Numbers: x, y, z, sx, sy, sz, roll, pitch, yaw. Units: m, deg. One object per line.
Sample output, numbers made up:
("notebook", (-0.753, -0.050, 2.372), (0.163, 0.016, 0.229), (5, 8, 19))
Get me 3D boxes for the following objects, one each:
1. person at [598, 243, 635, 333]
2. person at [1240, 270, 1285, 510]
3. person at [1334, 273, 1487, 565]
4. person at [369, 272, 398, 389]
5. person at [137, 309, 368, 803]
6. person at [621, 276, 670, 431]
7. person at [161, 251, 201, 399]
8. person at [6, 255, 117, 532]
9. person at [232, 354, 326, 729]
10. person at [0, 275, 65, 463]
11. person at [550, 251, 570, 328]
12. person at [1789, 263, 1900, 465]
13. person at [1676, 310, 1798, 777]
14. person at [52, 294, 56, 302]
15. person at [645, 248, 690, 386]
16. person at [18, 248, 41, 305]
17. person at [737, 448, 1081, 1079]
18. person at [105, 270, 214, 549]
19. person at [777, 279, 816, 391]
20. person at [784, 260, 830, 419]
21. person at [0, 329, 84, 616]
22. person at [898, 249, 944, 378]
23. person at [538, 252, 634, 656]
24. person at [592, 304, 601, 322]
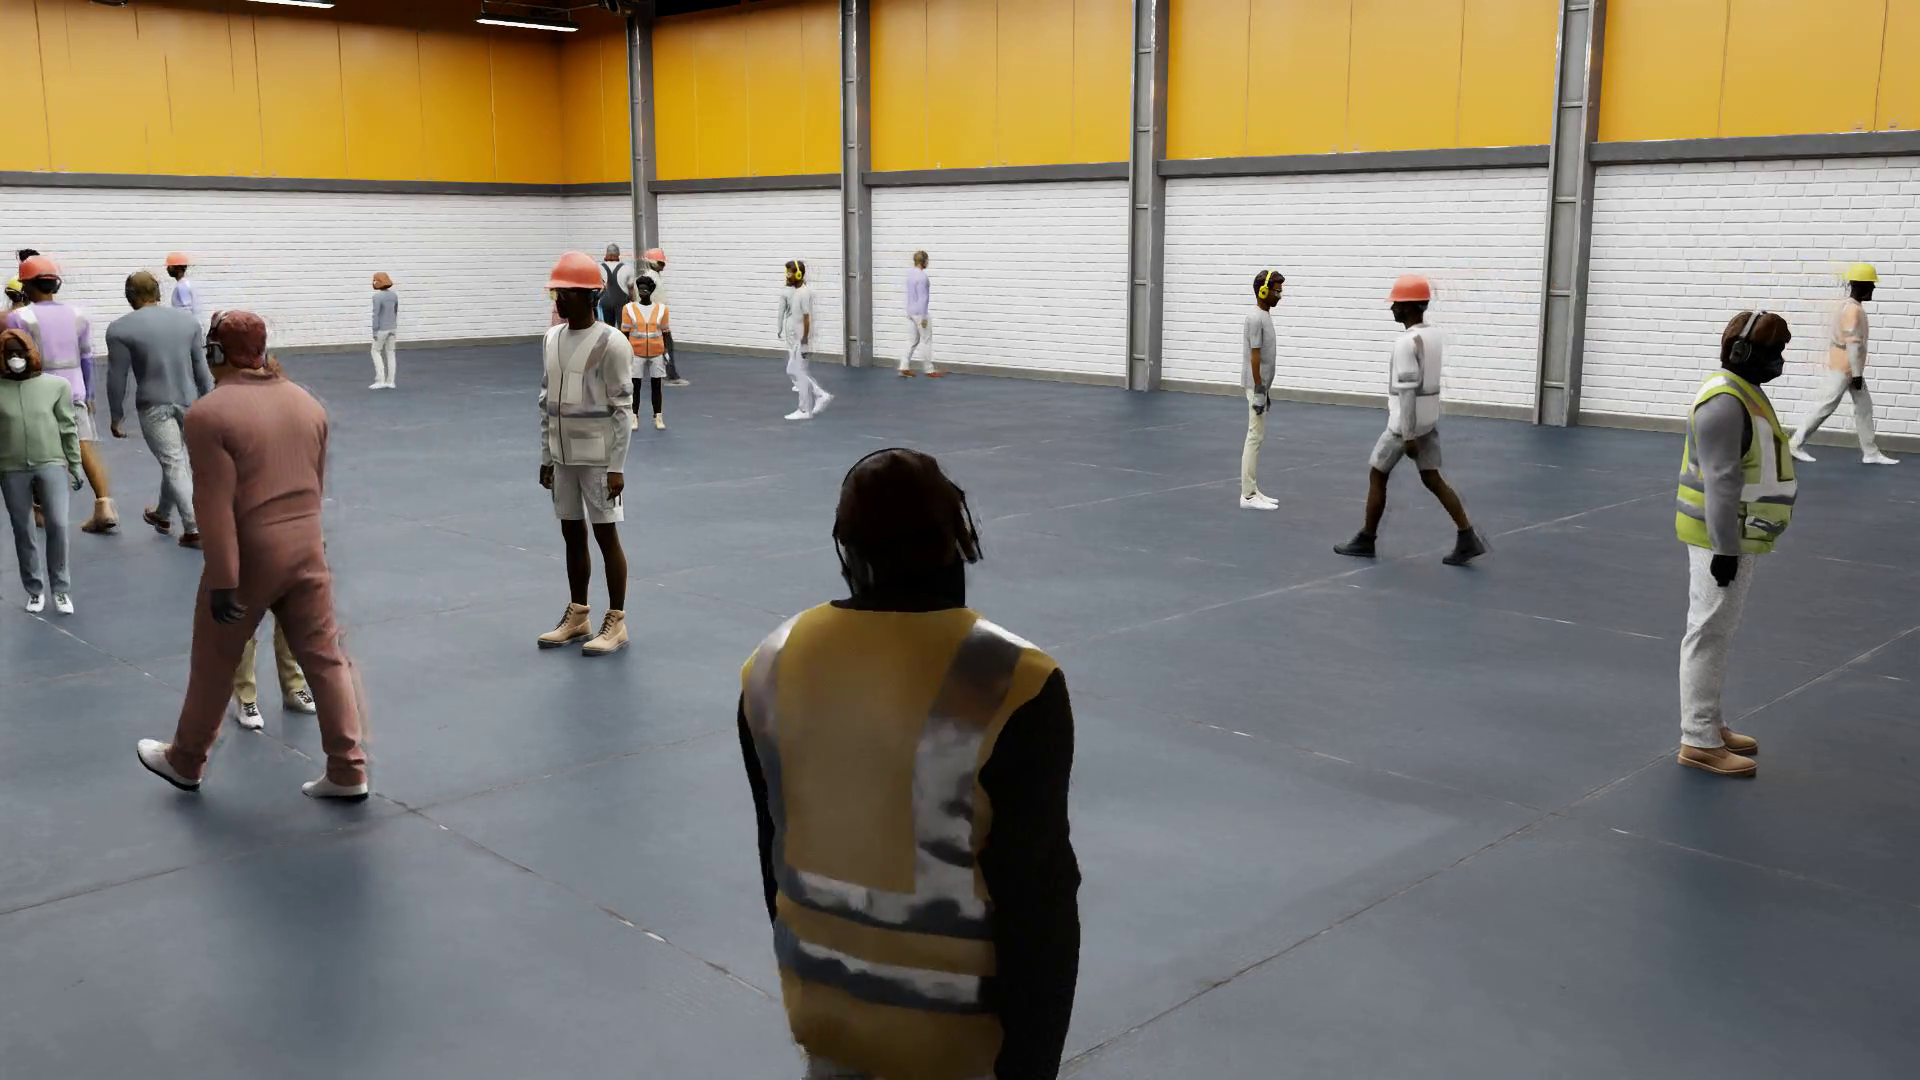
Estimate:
("person", (-5.888, -4.071, 28.341), (0.687, 2.000, 0.848), (-1, 10, -5))
("person", (2.365, -1.171, 13.026), (0.329, 1.861, 0.512), (2, 11, 13))
("person", (2.980, -0.777, 10.802), (0.980, 1.898, 0.546), (10, 14, 42))
("person", (-8.011, -2.907, 23.126), (0.353, 1.632, 0.521), (4, 11, 23))
("person", (-2.689, 0.070, 6.268), (0.994, 1.849, 0.665), (5, 11, 24))
("person", (-3.431, -2.037, 18.189), (0.530, 1.696, 0.321), (-3, 11, -17))
("person", (-9.736, -2.647, 20.871), (0.406, 1.925, 0.543), (-3, 11, -18))
("person", (-6.503, -1.045, 11.987), (1.043, 1.996, 0.628), (6, 12, 31))
("person", (-3.022, -0.004, 7.280), (0.281, 1.631, 0.505), (8, 13, 38))
("person", (-8.613, -1.551, 15.354), (0.534, 1.767, 0.319), (0, 10, 0))
("person", (-4.604, -2.479, 19.932), (1.015, 1.952, 0.610), (3, 11, 14))
("person", (8.259, -1.638, 15.524), (0.972, 1.885, 0.603), (6, 12, 28))
("person", (3.106, 0.004, 6.683), (0.430, 1.839, 0.619), (6, 12, 29))
("person", (-12.872, -3.024, 23.512), (0.893, 1.720, 0.535), (-7, 12, -32))
("person", (-4.366, -3.136, 23.474), (0.952, 1.961, 0.630), (0, 10, 0))
("person", (-12.677, -3.001, 22.740), (0.419, 1.948, 0.629), (-5, 11, -25))
("person", (-0.066, 0.763, 2.643), (0.679, 1.803, 0.465), (8, 13, 36))
("person", (-5.563, -0.903, 11.486), (1.047, 1.881, 0.652), (7, 13, 35))
("person", (-2.291, -2.931, 23.060), (0.505, 1.698, 0.830), (-5, 11, -24))
("person", (-1.808, -2.315, 19.292), (0.460, 1.849, 0.537), (-2, 11, -13))
("person", (-5.196, -0.363, 9.291), (0.520, 1.611, 0.623), (-5, 12, -26))
("person", (-0.608, -3.361, 24.829), (0.591, 1.942, 0.634), (-4, 11, -21))
("person", (-1.928, -0.434, 8.492), (0.608, 2.048, 0.365), (7, 12, 33))
("person", (-5.792, -3.377, 25.607), (0.844, 1.654, 0.547), (-4, 11, -19))
